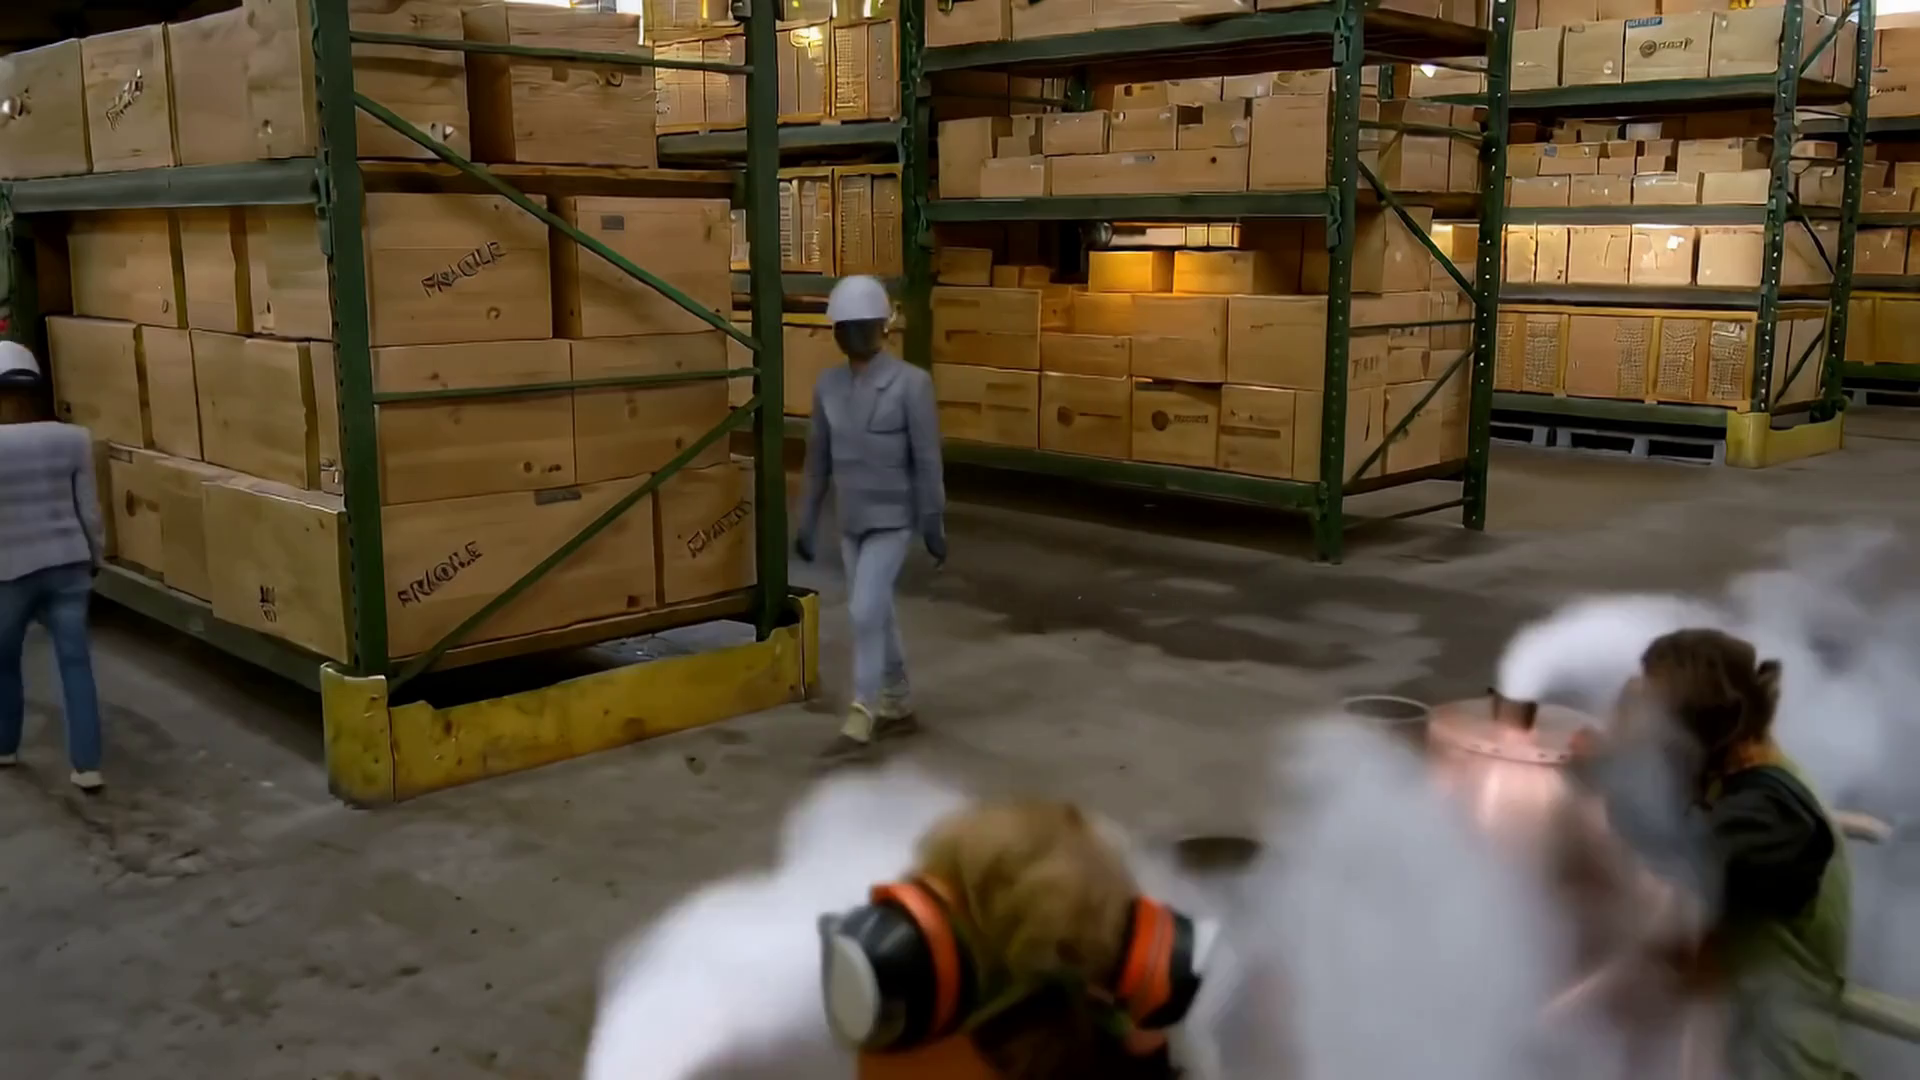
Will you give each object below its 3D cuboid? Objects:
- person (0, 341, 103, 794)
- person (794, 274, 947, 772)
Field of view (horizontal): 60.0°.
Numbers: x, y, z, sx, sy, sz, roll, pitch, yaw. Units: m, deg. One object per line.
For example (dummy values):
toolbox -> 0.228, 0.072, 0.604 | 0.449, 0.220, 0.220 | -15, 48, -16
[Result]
person -> -3.635, 0.095, 6.492 | 0.536, 1.727, 0.892 | -10, 14, -42
person -> -0.448, -0.067, 6.697 | 0.658, 1.965, 0.841 | 8, 13, 38
